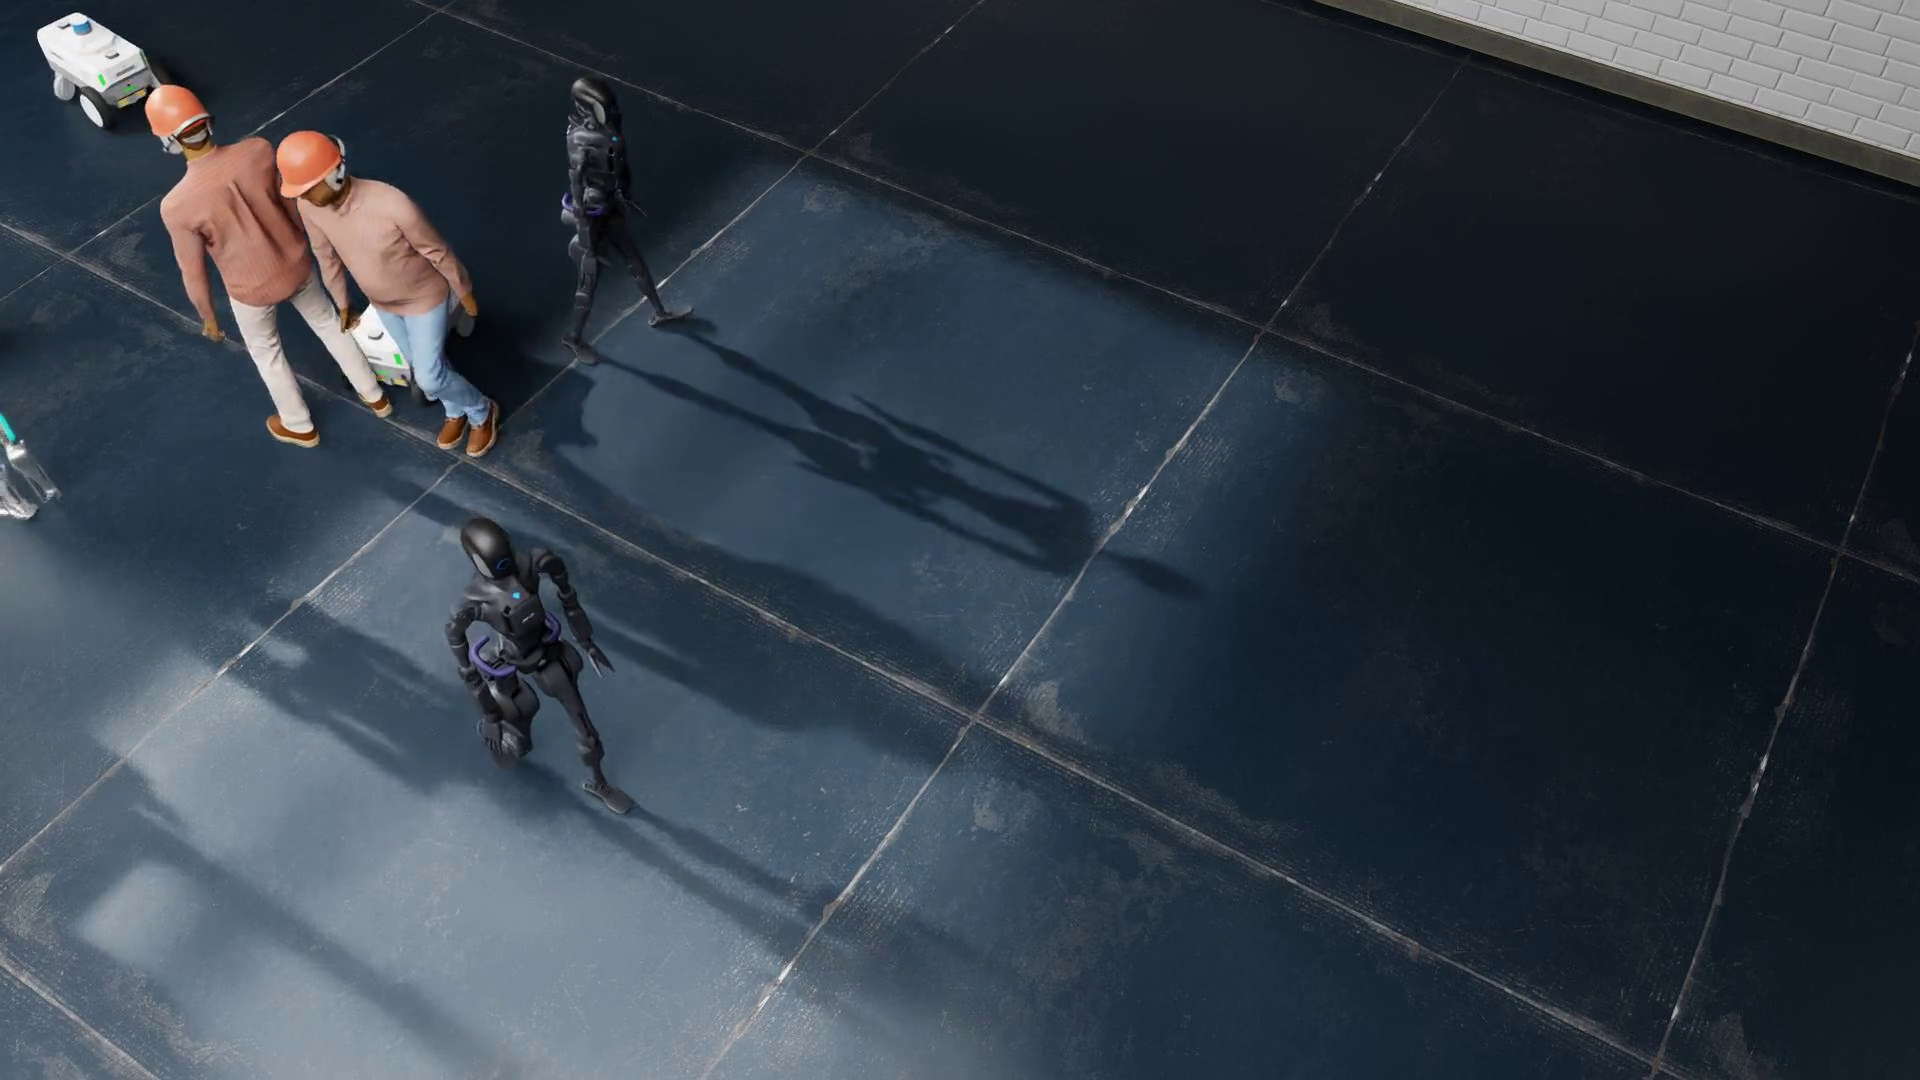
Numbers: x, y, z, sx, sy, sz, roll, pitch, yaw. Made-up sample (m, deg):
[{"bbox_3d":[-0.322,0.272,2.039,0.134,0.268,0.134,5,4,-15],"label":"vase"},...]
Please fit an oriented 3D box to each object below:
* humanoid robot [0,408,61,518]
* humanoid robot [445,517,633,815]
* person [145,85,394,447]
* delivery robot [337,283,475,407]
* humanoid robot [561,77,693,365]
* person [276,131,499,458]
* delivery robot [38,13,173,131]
[{"bbox_3d":[-4.574,-0.704,7.491,0.557,1.822,0.718,-31,56,-24],"label":"humanoid robot"},{"bbox_3d":[-1.702,0.476,6.483,0.710,1.636,0.587,33,56,25],"label":"humanoid robot"},{"bbox_3d":[-3.237,-1.233,7.766,0.549,1.965,0.728,32,56,25],"label":"person"},{"bbox_3d":[-2.857,-1.081,8.579,0.499,0.608,0.784,12,50,11],"label":"delivery robot"},{"bbox_3d":[-1.795,-1.611,8.305,0.600,1.626,0.593,10,50,8],"label":"humanoid robot"},{"bbox_3d":[-2.597,-1.104,7.667,0.639,1.946,0.593,16,51,13],"label":"person"},{"bbox_3d":[-5.246,-2.895,10.169,0.786,0.614,0.499,31,56,24],"label":"delivery robot"}]
